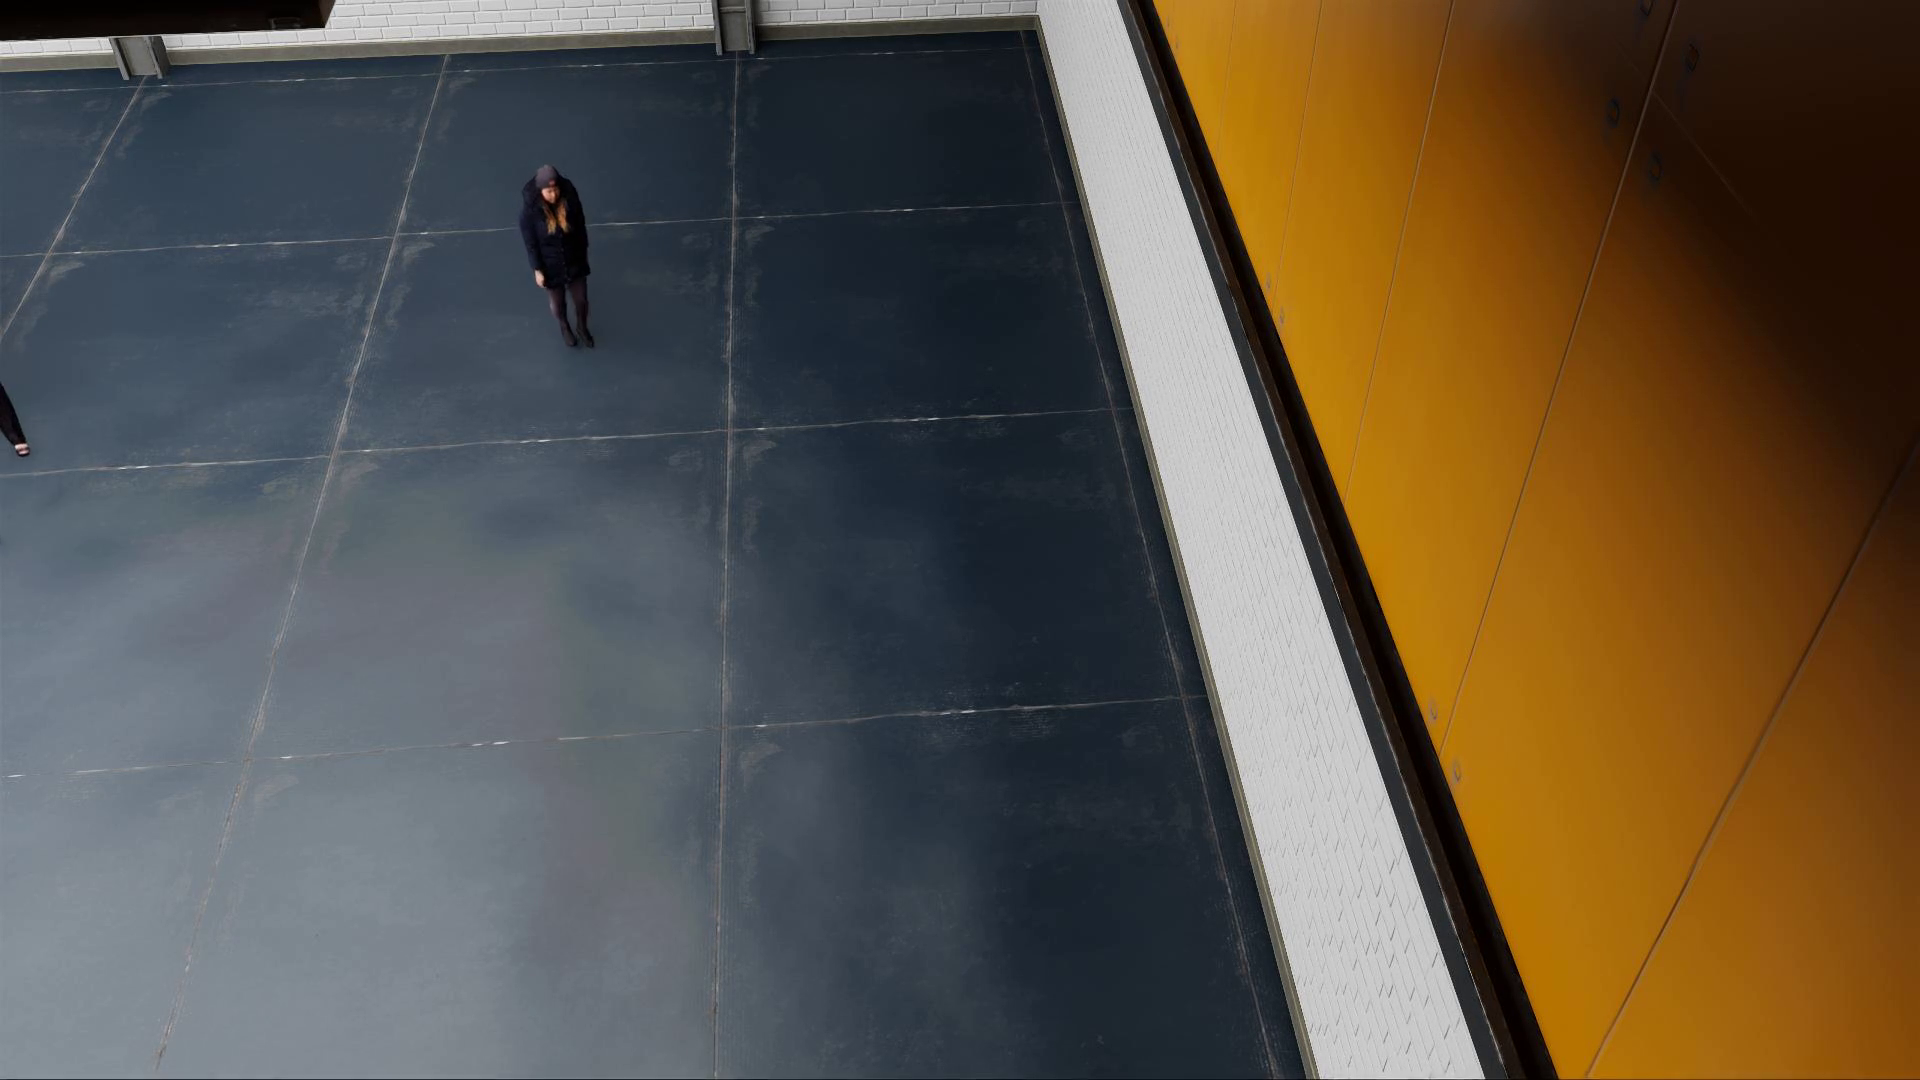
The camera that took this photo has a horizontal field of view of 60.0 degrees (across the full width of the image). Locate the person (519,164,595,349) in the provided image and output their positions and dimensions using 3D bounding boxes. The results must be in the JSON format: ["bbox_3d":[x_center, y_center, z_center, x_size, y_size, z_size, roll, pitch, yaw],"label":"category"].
[{"bbox_3d":[-3.202,-2.274,13.165,0.715,1.663,0.826,-16,46,-17],"label":"person"}]
